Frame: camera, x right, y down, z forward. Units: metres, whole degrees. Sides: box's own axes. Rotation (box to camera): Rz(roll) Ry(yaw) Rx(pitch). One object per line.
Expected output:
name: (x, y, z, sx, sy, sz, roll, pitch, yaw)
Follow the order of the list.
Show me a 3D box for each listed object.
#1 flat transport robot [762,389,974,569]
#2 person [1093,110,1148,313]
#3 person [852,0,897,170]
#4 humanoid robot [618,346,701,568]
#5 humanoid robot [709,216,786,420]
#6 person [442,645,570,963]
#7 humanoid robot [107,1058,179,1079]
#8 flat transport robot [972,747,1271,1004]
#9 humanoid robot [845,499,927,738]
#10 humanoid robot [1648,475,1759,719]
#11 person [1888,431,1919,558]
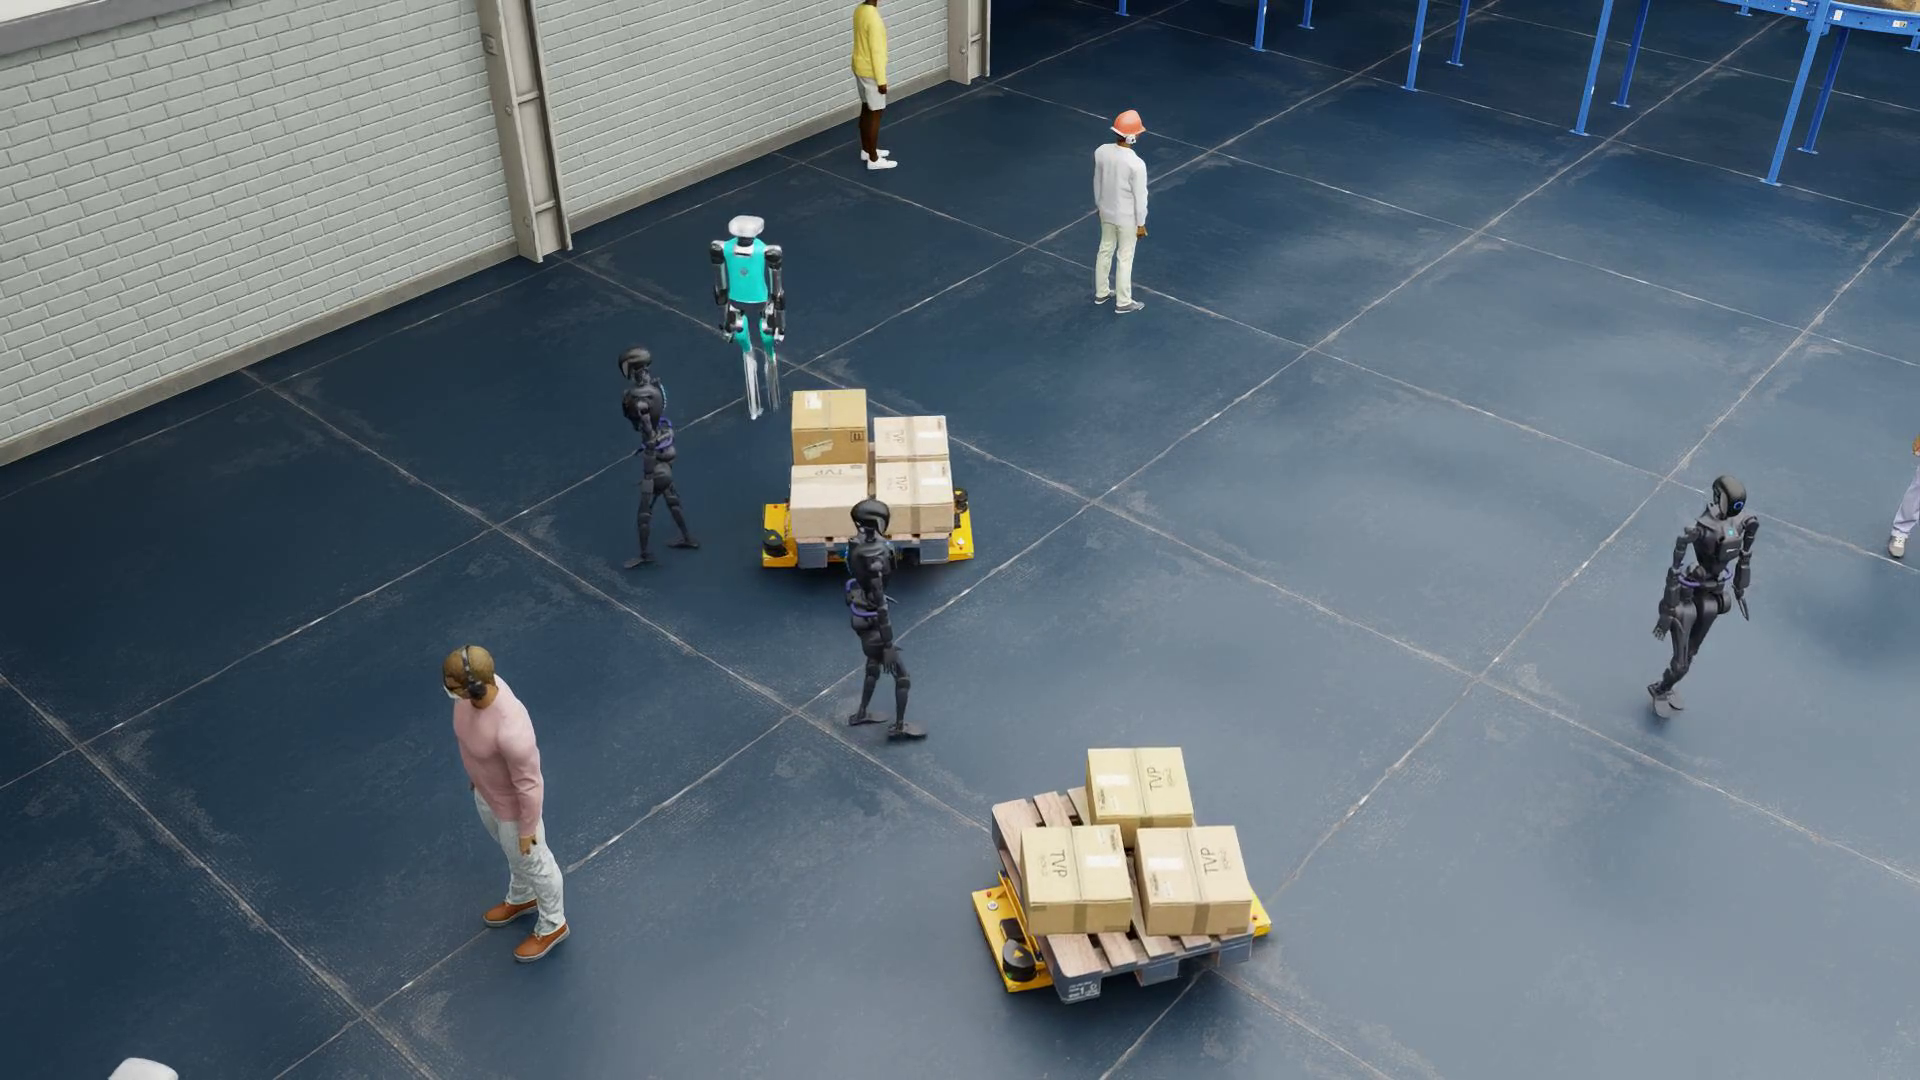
flat transport robot: (-0.640, -0.095, 11.521, 1.431, 0.231, 0.659, -2, 36, -3)
person: (1.364, -2.762, 13.984, 0.329, 1.750, 0.571, -26, 43, -32)
person: (-0.875, -4.637, 16.505, 0.388, 1.895, 0.553, -12, 37, -16)
humanoid robot: (-2.067, -0.560, 10.966, 0.598, 1.637, 0.600, -7, 36, -9)
humanoid robot: (-1.513, -1.646, 12.515, 0.545, 1.880, 0.726, 4, 36, 6)
person: (-2.232, 1.272, 8.168, 0.374, 1.935, 0.627, -24, 42, -30)
humanoid robot: (-2.951, 2.791, 6.274, 0.534, 1.862, 0.693, 3, 36, 5)
flat transport robot: (0.835, 1.910, 8.706, 1.431, 0.231, 0.659, -10, 37, -13)
humanoid robot: (-0.459, 0.430, 9.578, 0.420, 1.649, 0.590, -7, 36, -10)
humanoid robot: (4.340, 0.332, 9.707, 0.607, 1.653, 0.370, -10, 37, -13)
person: (6.623, -0.668, 10.980, 0.557, 1.837, 0.391, 17, 39, 22)
